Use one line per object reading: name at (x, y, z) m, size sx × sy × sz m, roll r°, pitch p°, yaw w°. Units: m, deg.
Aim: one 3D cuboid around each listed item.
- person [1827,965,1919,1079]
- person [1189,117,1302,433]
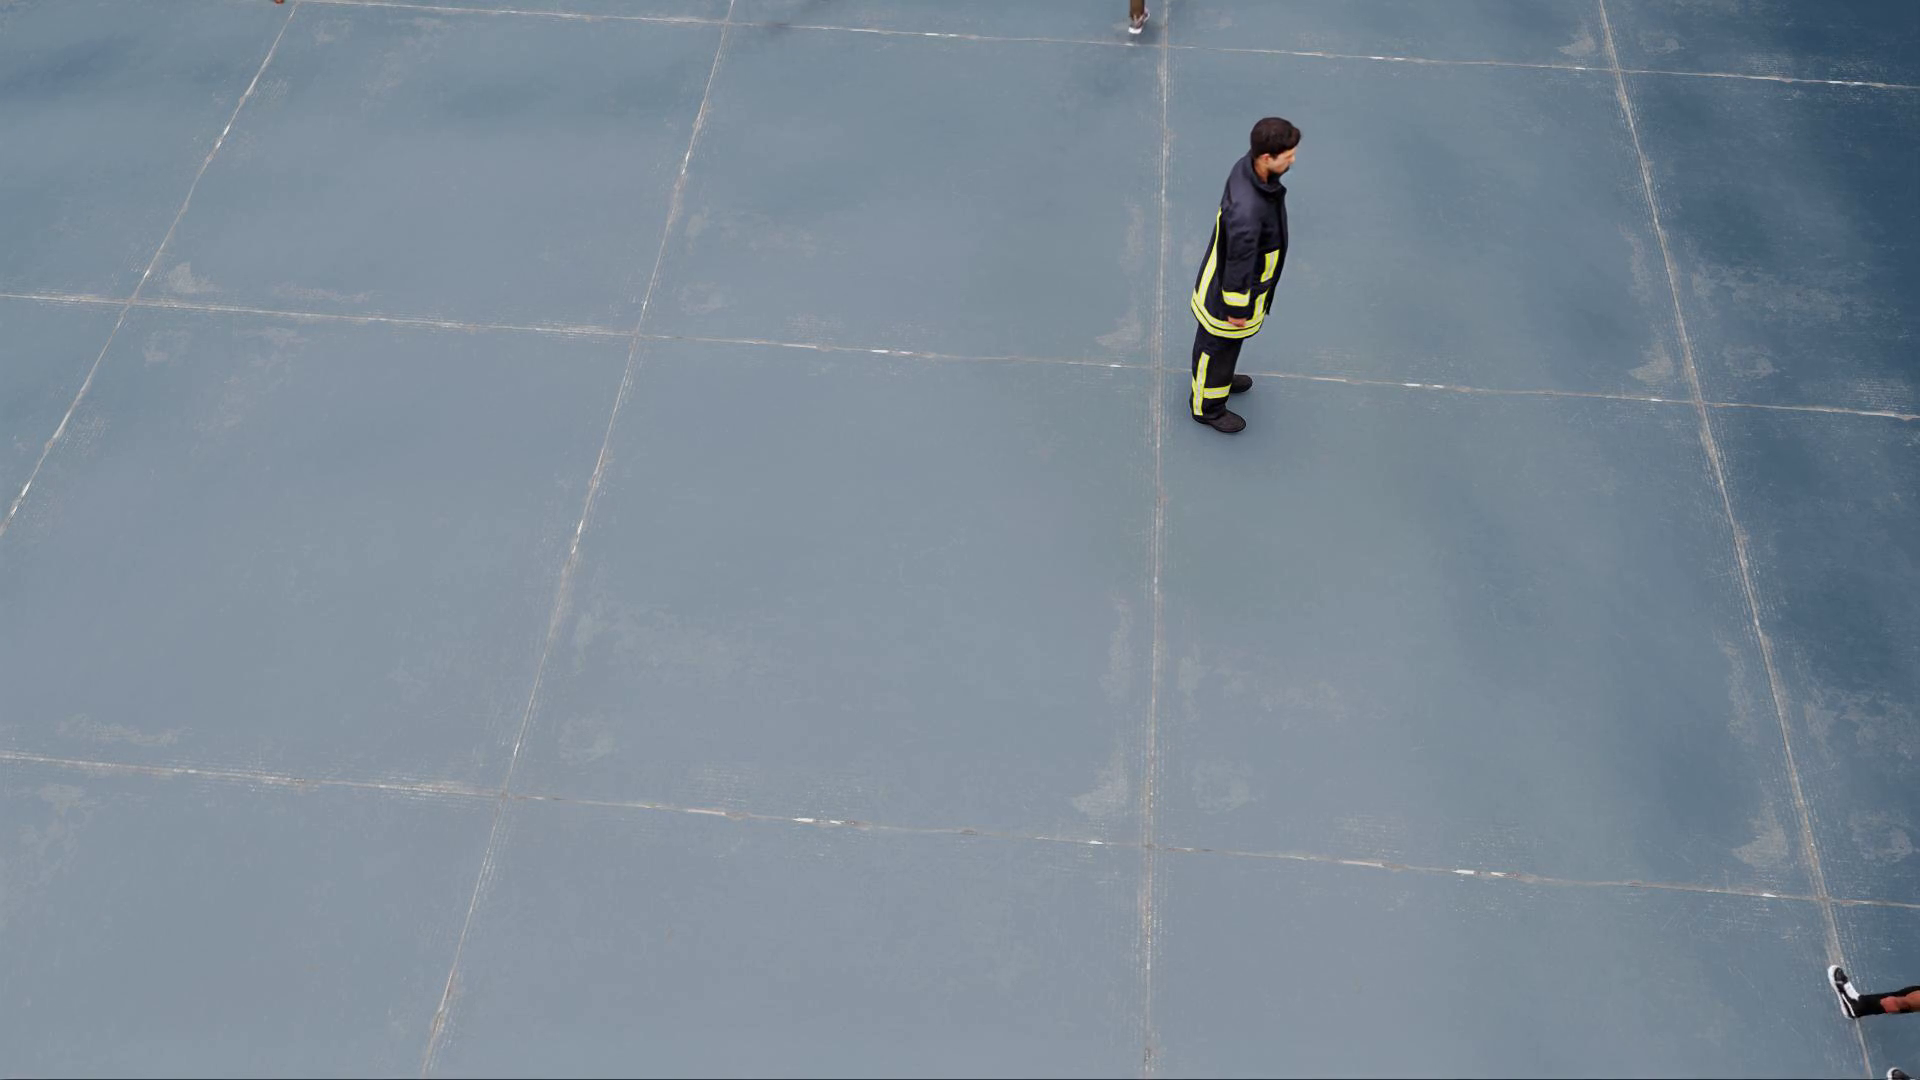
person at (3.874, 1.864, 6.418) m, size 0.896 × 1.220 × 0.884 m, roll -24°, pitch 56°, yaw -18°
person at (1.409, -1.357, 8.469) m, size 0.731 × 1.923 × 0.828 m, roll 12°, pitch 53°, yaw 9°
